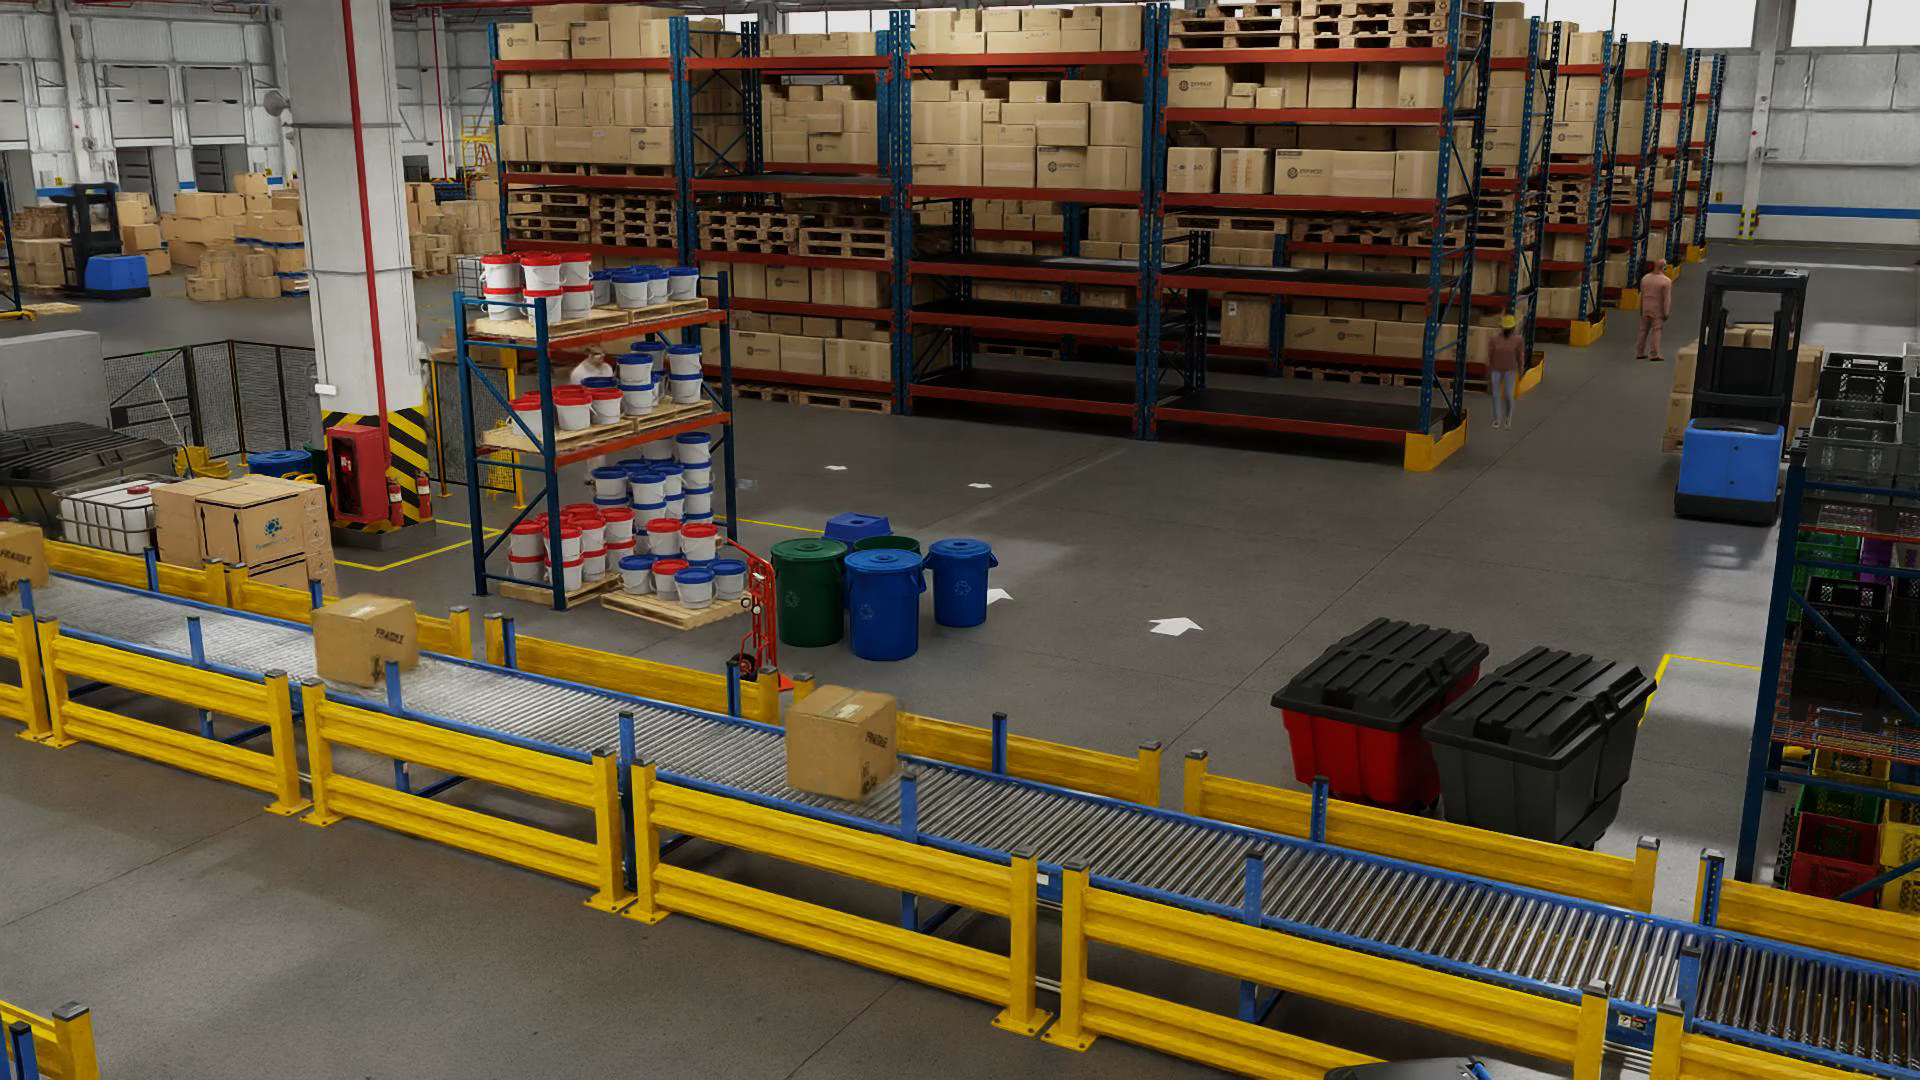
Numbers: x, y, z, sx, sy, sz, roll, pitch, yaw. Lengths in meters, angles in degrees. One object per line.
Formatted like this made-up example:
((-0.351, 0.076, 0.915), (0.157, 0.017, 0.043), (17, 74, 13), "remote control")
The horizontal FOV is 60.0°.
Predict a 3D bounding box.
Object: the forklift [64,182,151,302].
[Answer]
((-20.849, -7.266, 40.416), (1.873, 2.768, 1.129), (8, 17, 28), "forklift")

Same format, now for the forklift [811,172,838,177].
((-4.464, -11.085, 54.772), (1.129, 2.768, 1.873), (8, 17, 28), "forklift")

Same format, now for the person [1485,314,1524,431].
((8.057, -2.490, 24.661), (0.531, 1.736, 0.599), (7, 16, 24), "person")

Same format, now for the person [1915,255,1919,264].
((28.788, -9.049, 49.084), (0.993, 1.863, 0.642), (2, 15, 8), "person")

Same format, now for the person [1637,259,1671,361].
((13.036, -4.305, 31.172), (0.399, 1.900, 0.645), (-9, 17, -29), "person")

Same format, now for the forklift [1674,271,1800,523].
((9.269, -1.763, 19.726), (1.129, 2.768, 1.873), (8, 17, 27), "forklift")

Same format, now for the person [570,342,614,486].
((-4.479, -1.546, 20.826), (0.827, 1.874, 0.668), (9, 17, 30), "person")

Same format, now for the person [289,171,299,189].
((-27.136, -14.130, 68.042), (0.584, 1.928, 0.367), (-13, 20, -41), "person")

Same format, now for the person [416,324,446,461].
((-7.245, -2.000, 22.273), (0.676, 2.023, 0.615), (6, 16, 21), "person")

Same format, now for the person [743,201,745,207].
((-6.331, -8.922, 48.490), (0.559, 1.918, 0.501), (-6, 16, -23), "person")
